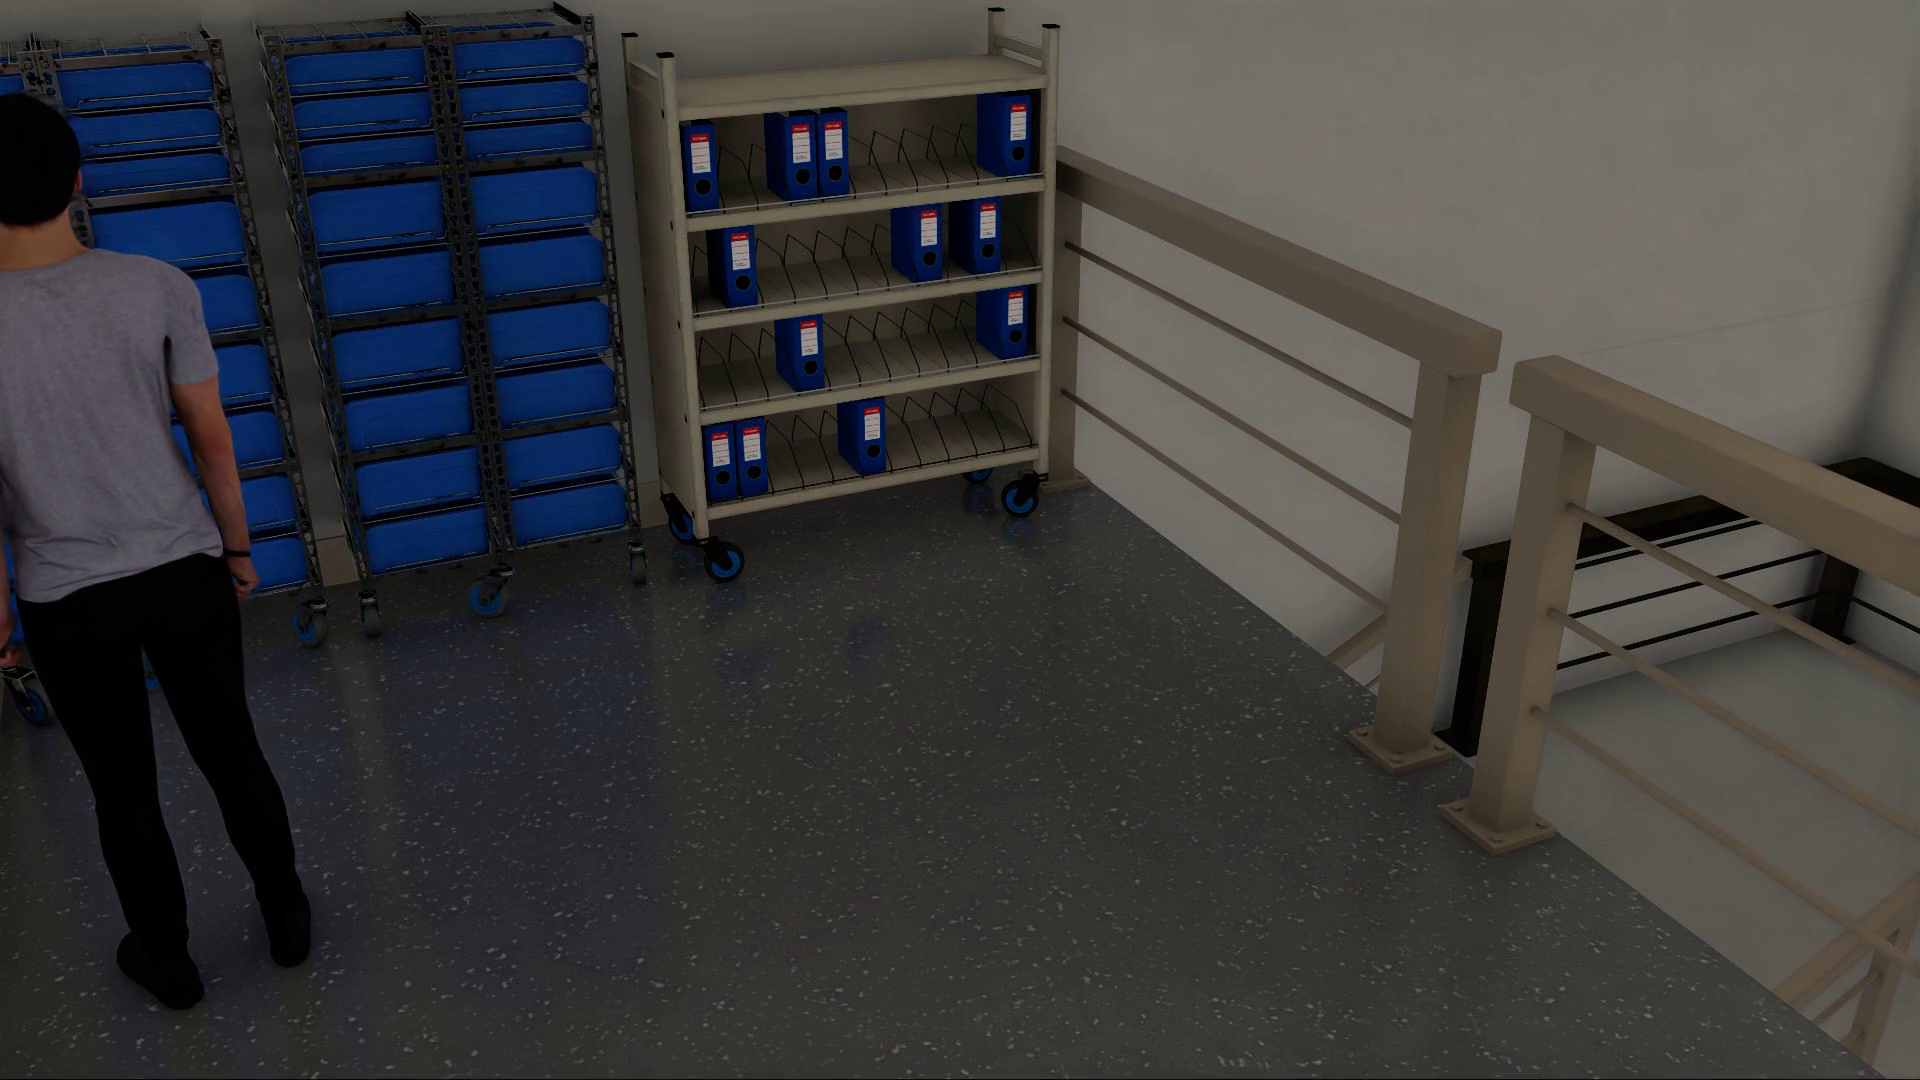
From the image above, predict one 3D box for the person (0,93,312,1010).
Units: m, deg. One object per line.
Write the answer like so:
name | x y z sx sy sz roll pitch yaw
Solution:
person | -1.621 0.088 3.224 0.549 1.863 0.756 -17 30 -31
